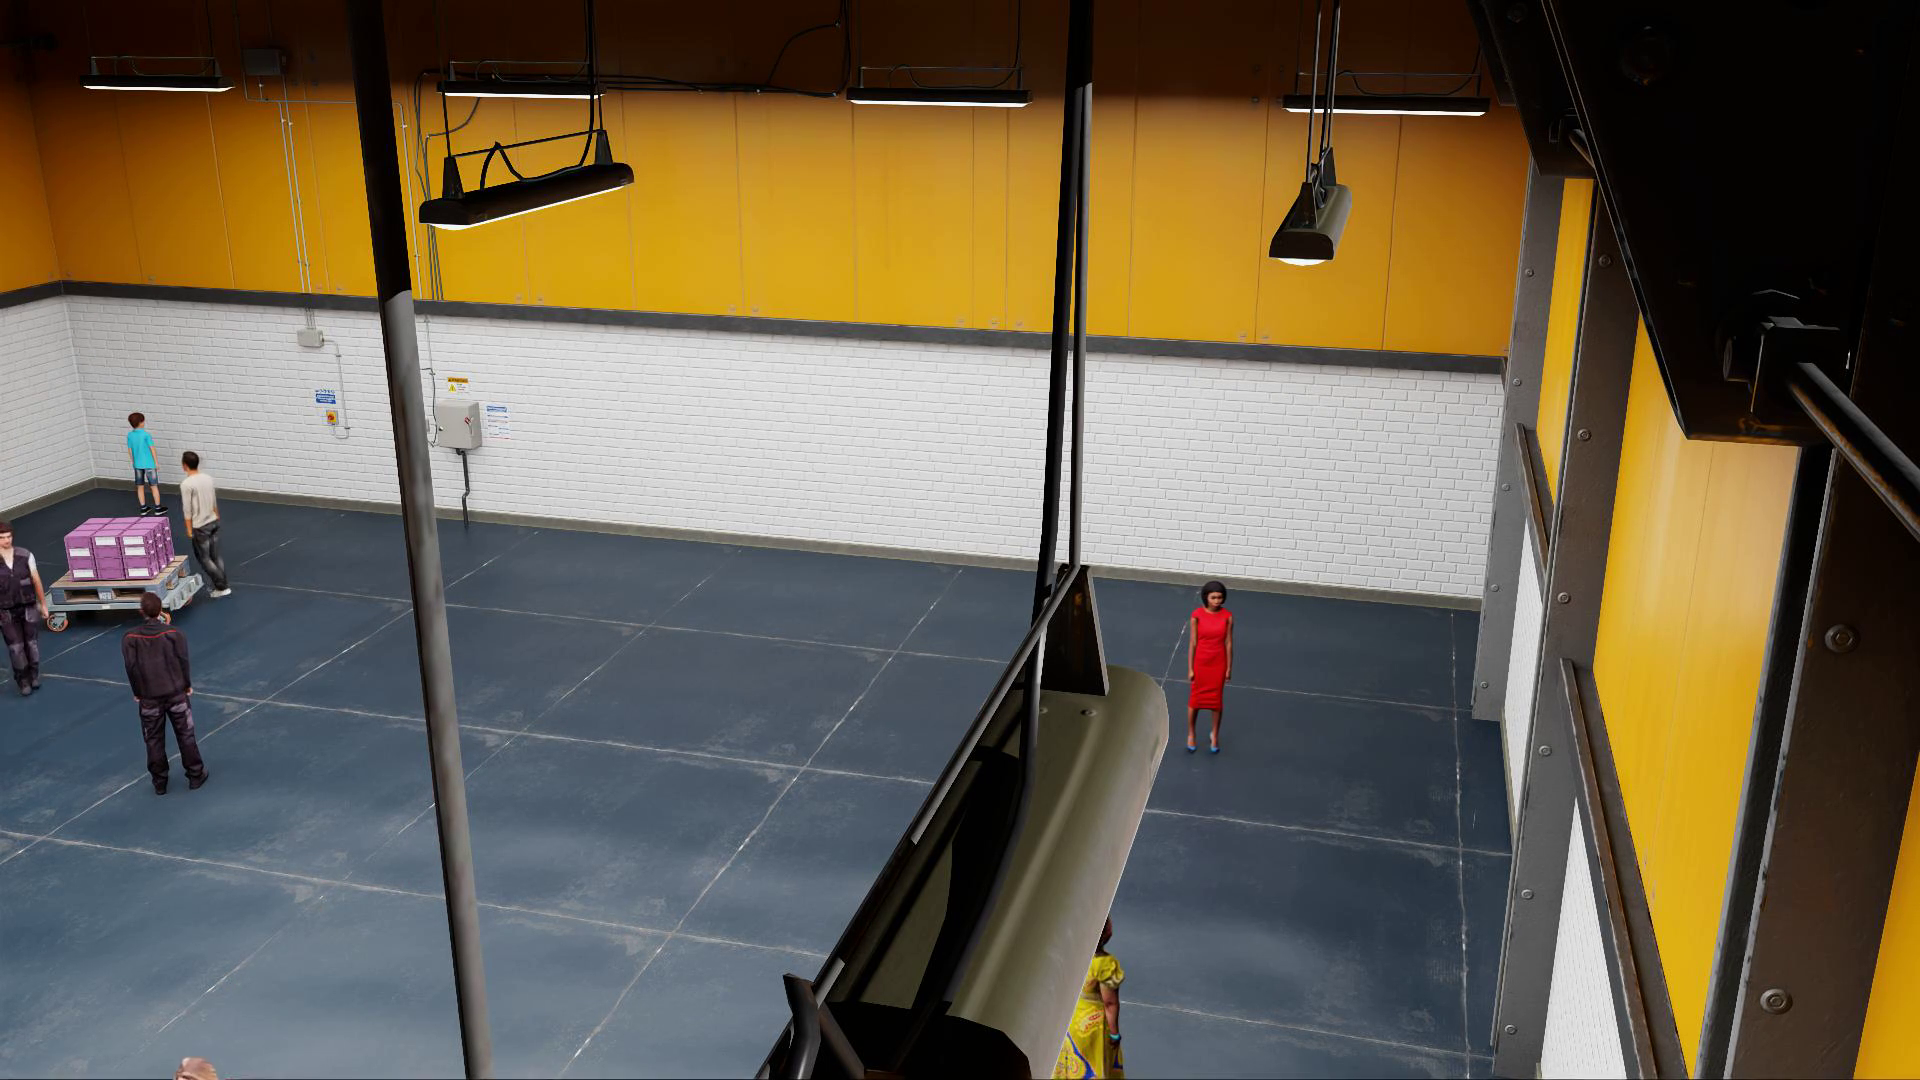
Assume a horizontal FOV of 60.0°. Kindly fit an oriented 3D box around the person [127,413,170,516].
[{"bbox_3d":[-11.352,-1.067,23.129,0.558,1.448,0.539,1,19,4],"label":"person"}]

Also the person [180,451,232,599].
[{"bbox_3d":[-9.028,-0.170,19.927,0.691,1.791,0.620,5,19,15],"label":"person"}]

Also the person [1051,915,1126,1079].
[{"bbox_3d":[0.813,3.063,10.538,1.005,1.655,0.976,-13,23,-34],"label":"person"}]

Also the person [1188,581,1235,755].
[{"bbox_3d":[2.383,1.209,15.910,0.611,1.741,0.573,1,19,2],"label":"person"}]

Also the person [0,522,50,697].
[{"bbox_3d":[-9.854,0.681,17.331,0.870,1.836,0.932,-16,24,-39],"label":"person"}]

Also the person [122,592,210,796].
[{"bbox_3d":[-7.251,1.377,15.130,0.782,1.920,0.790,-6,19,-17],"label":"person"}]
